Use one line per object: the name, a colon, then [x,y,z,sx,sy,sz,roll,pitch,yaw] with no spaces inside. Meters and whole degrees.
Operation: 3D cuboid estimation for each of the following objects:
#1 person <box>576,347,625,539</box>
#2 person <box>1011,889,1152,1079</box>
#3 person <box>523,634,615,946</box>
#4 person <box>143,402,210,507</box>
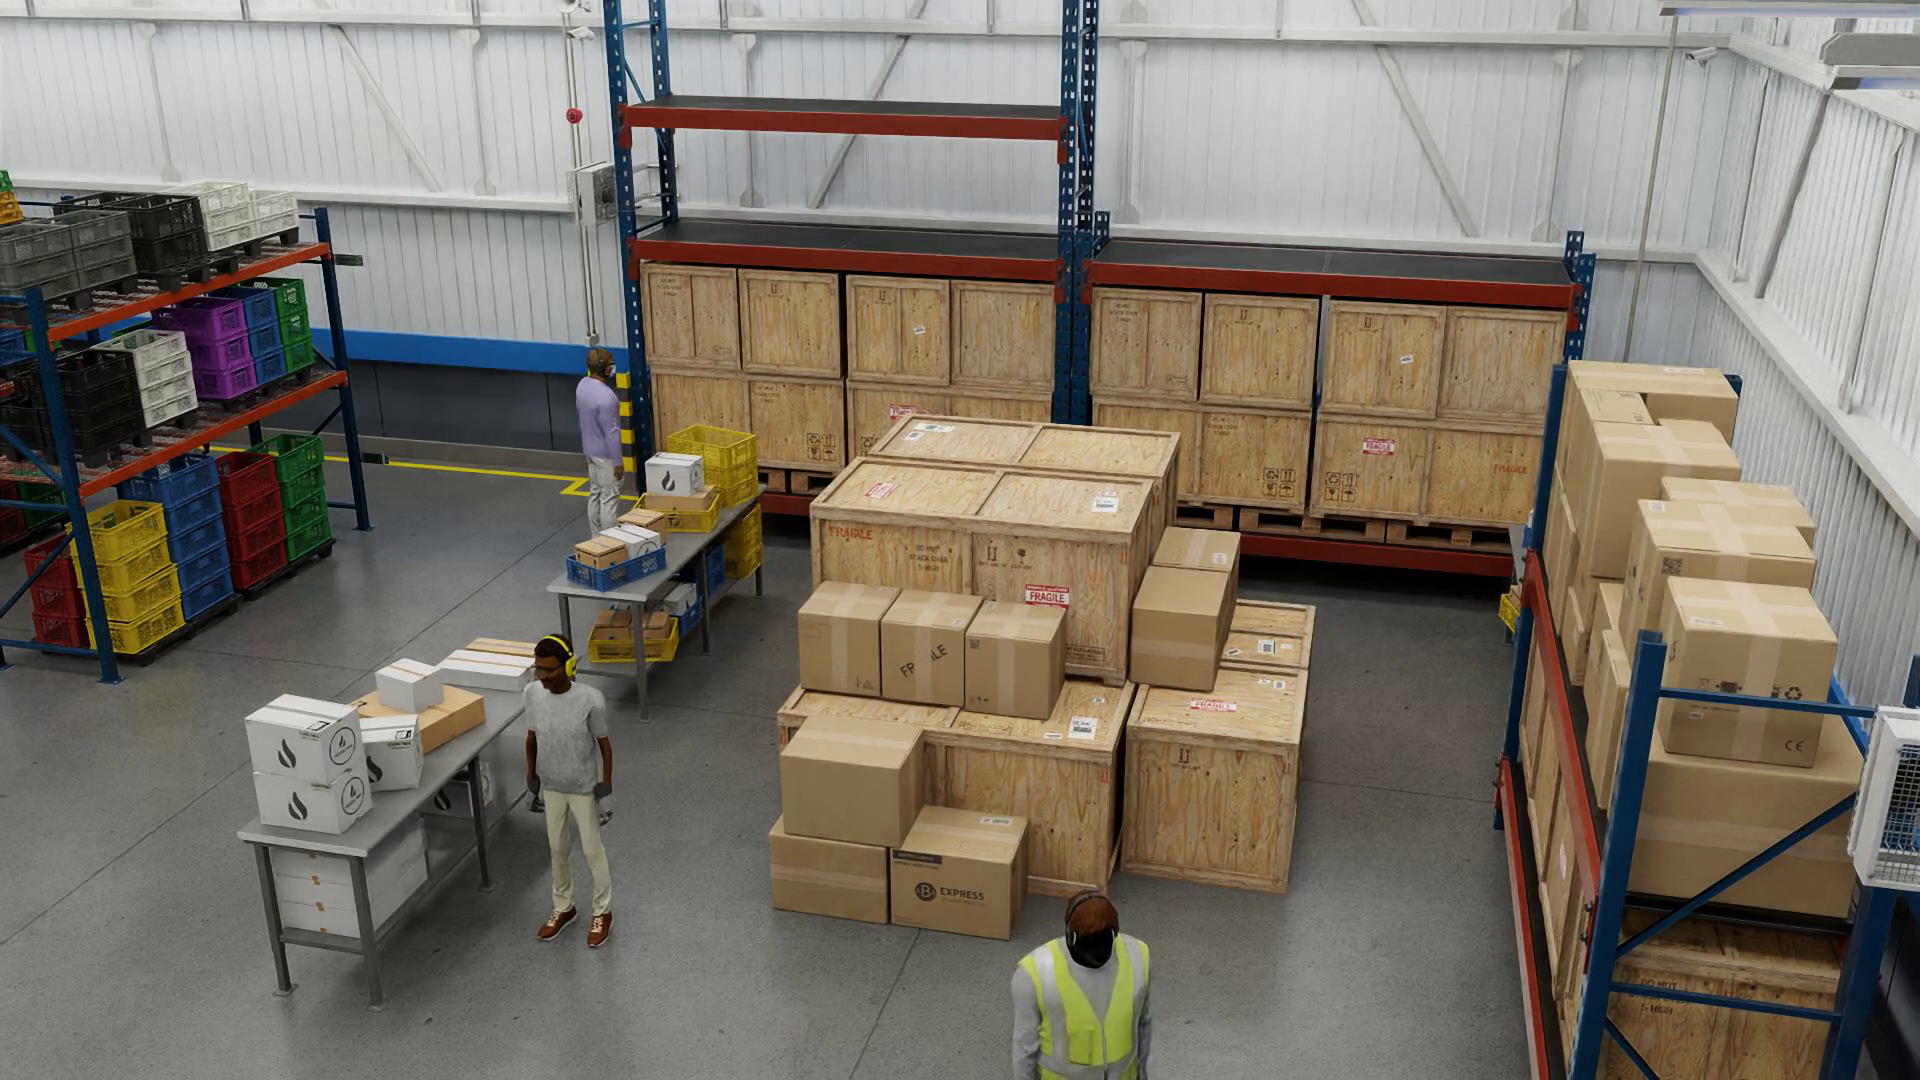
person: [-3.130,-0.754,14.660,0.358,1.938,0.636,-14,25,-32]
person: [0.516,2.263,6.902,0.619,1.845,0.430,-7,22,-18]
person: [-2.161,1.376,9.185,0.532,1.868,0.310,5,21,13]
person: [-7.139,-0.905,15.148,0.581,1.879,0.342,-13,25,-31]
